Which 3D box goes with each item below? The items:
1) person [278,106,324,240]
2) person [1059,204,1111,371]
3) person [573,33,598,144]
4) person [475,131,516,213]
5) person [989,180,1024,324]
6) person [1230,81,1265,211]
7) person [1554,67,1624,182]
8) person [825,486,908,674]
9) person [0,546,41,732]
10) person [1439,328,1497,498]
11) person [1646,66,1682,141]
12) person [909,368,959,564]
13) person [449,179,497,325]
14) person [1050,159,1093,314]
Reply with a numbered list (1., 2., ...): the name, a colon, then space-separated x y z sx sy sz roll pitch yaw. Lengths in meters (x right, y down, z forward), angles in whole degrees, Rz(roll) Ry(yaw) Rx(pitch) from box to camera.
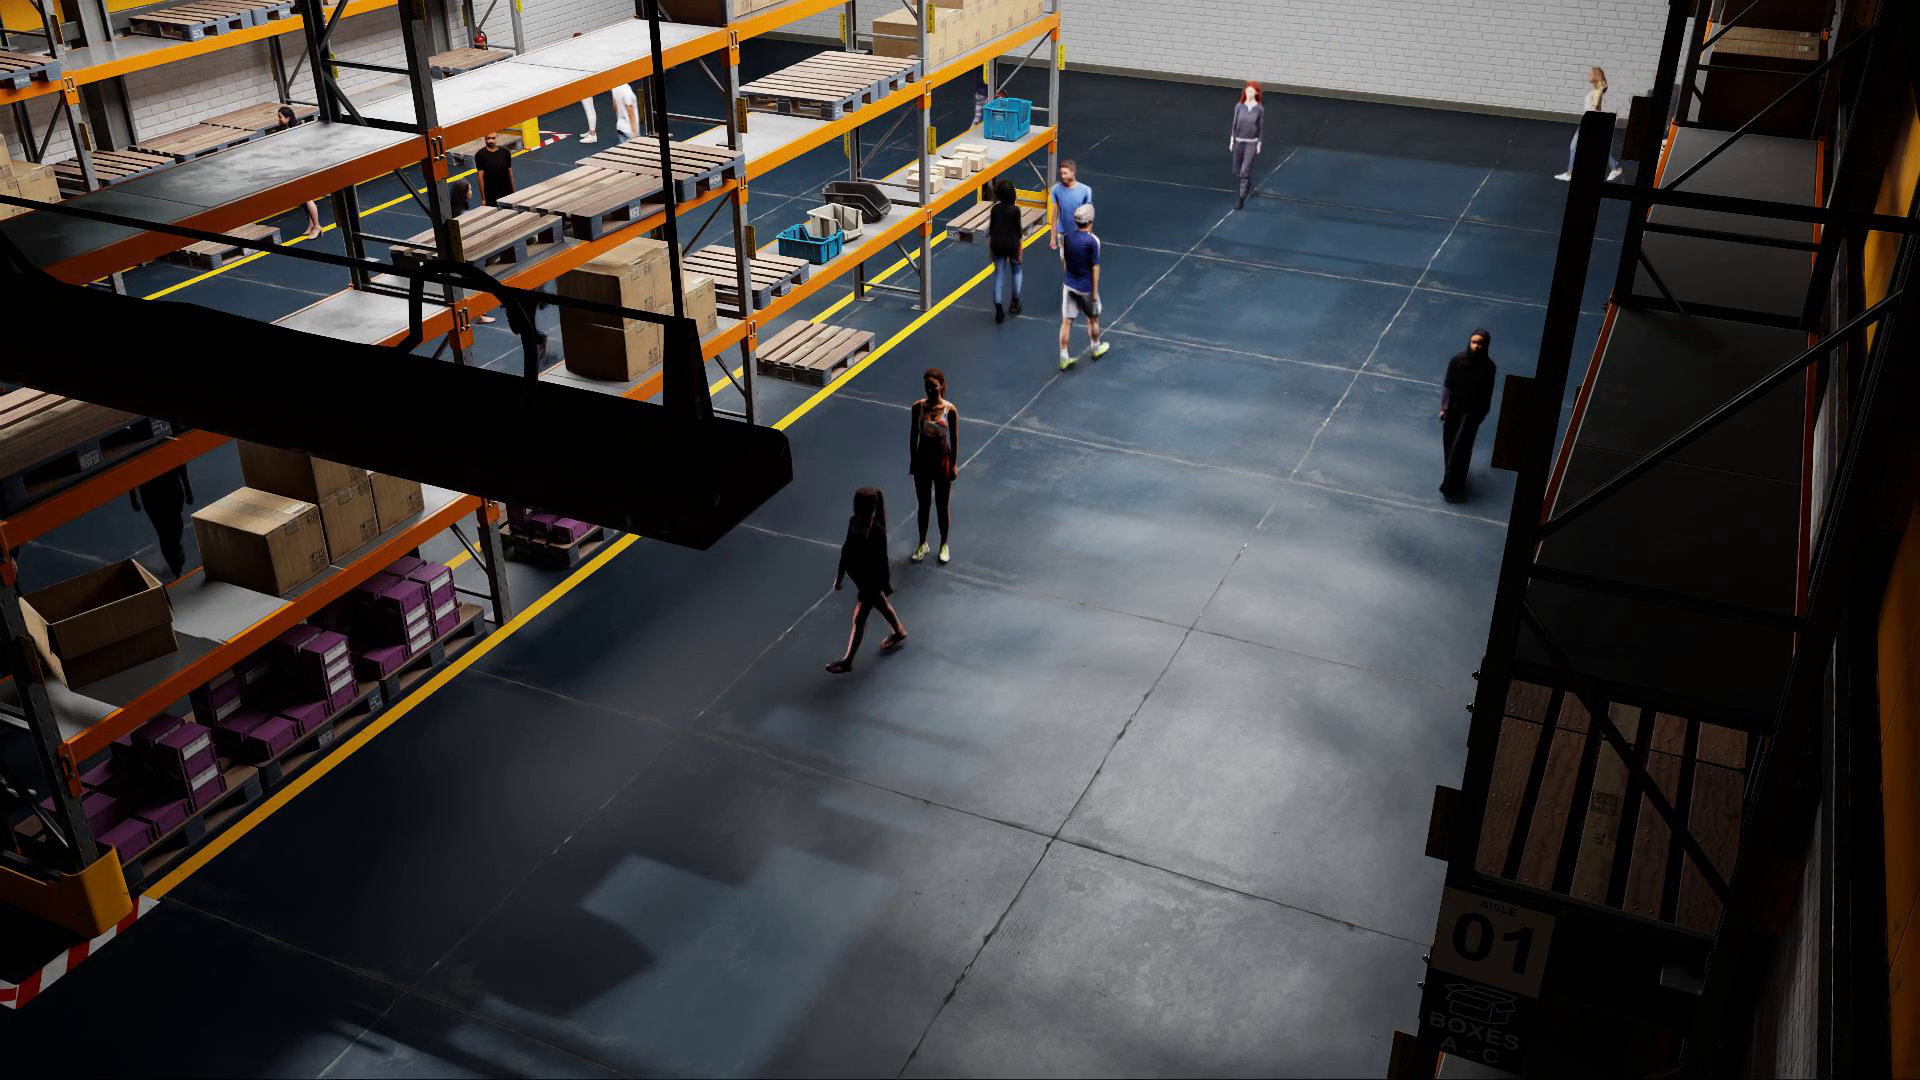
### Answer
1. person: -8.835 -4.905 22.217 0.801 1.769 0.776 -18 33 -30
2. person: 1.275 -2.732 18.202 0.800 1.799 1.070 18 33 29
3. person: -5.968 -7.225 26.528 0.738 1.713 0.632 -1 29 -2
4. person: -5.938 -4.439 21.376 0.656 1.756 0.765 -18 33 -29
5. person: 0.522 -3.339 19.444 0.655 1.677 0.798 7 29 13
6. person: 4.056 -5.593 23.480 0.604 1.768 0.881 14 31 24
7. person: 9.351 -6.019 24.352 0.863 1.680 1.165 6 29 10
8. person: -0.655 0.260 13.019 1.141 1.511 0.834 -23 36 -35
9. person: -6.820 0.586 12.231 1.183 1.692 0.894 -23 36 -36
10. person: 4.785 -1.269 15.724 0.616 1.604 1.114 14 31 23
11. person: 10.177 -5.891 24.002 1.030 1.791 1.179 5 29 8
12. person: -0.227 -0.655 14.402 0.639 1.792 0.641 5 29 9
13. person: -5.769 -3.395 19.515 0.687 1.707 0.677 -19 34 -30
14. person: 1.347 -3.659 19.890 0.786 1.810 1.281 7 29 13
